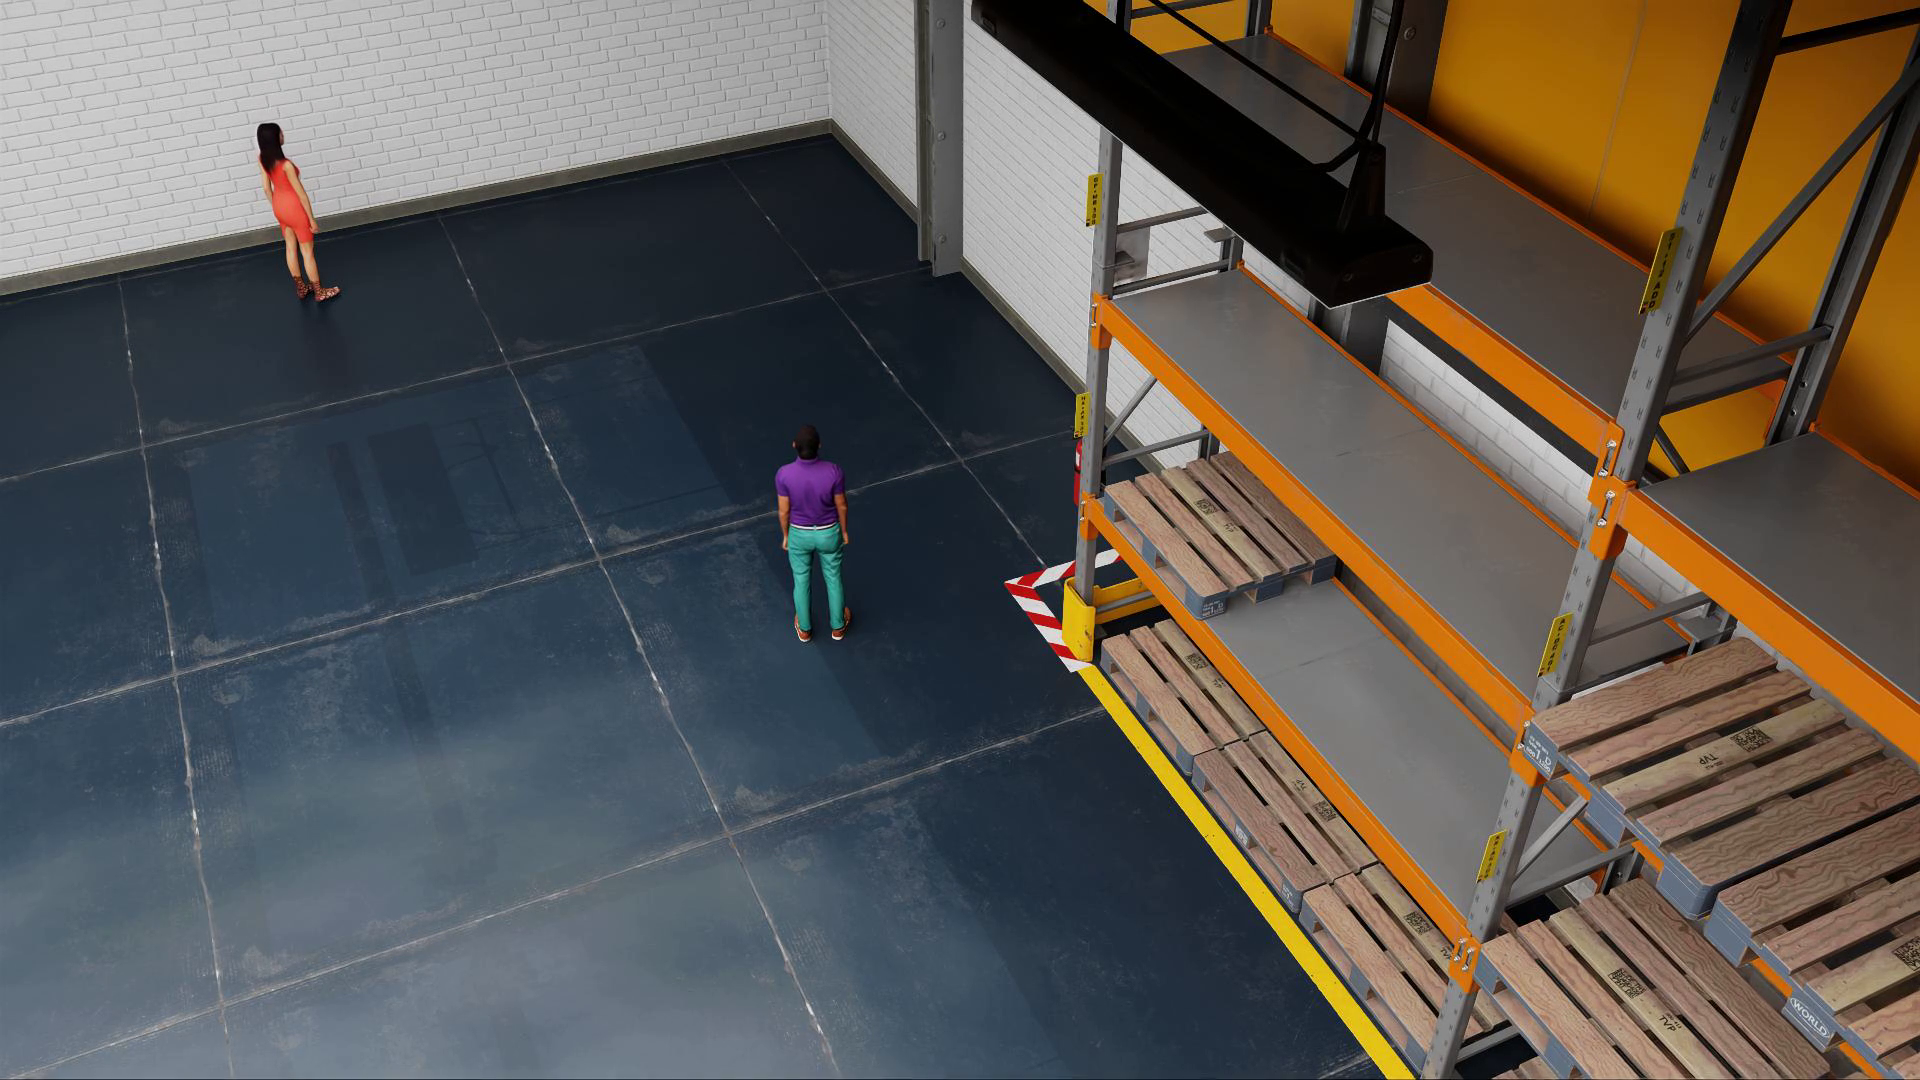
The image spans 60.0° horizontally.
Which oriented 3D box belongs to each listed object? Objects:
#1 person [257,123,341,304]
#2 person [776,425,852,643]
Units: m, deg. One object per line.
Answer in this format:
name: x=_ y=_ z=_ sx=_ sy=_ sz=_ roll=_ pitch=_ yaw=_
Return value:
person: x=-6.021 y=-2.948 z=14.979 sx=0.645 sy=1.719 sz=0.725 roll=16 pitch=41 yaw=19
person: x=-0.987 y=-0.041 z=11.299 sx=0.698 sy=1.768 sz=0.690 roll=-3 pitch=39 yaw=-4
